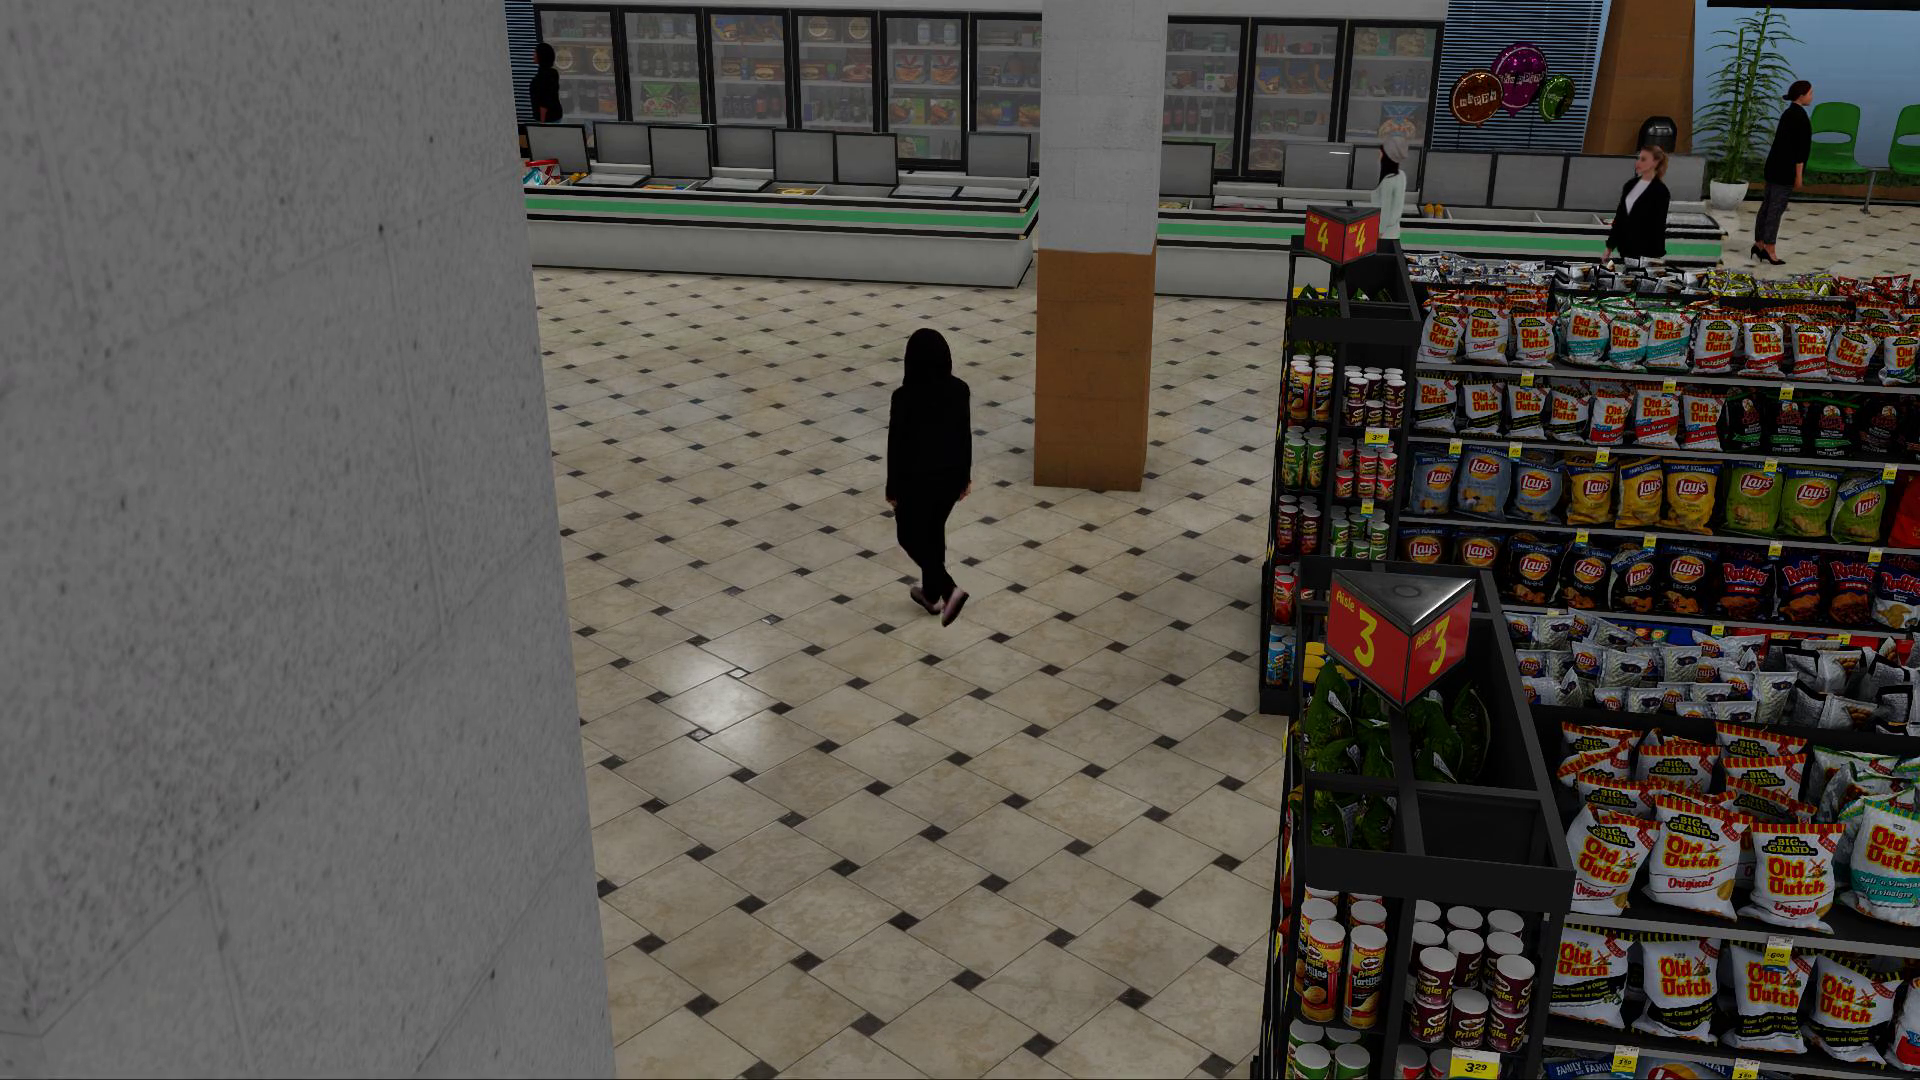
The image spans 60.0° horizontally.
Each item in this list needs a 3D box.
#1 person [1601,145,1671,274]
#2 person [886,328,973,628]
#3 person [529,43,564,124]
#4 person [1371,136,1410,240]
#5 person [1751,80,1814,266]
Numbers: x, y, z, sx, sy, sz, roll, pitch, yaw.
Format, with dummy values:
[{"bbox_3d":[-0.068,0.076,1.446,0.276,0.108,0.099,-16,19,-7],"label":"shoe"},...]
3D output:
[{"bbox_3d":[5.354,-2.220,13.009,1.174,1.665,0.957,-8,25,-17],"label":"person"},{"bbox_3d":[-0.114,-0.283,8.664,0.936,1.599,1.005,-17,29,-33],"label":"person"},{"bbox_3d":[-4.579,-4.677,18.580,0.540,1.701,0.572,5,24,12],"label":"person"},{"bbox_3d":[3.485,-2.492,13.658,0.607,1.644,0.632,13,27,27],"label":"person"},{"bbox_3d":[7.864,-3.518,15.910,0.607,1.719,0.664,1,24,3],"label":"person"}]
